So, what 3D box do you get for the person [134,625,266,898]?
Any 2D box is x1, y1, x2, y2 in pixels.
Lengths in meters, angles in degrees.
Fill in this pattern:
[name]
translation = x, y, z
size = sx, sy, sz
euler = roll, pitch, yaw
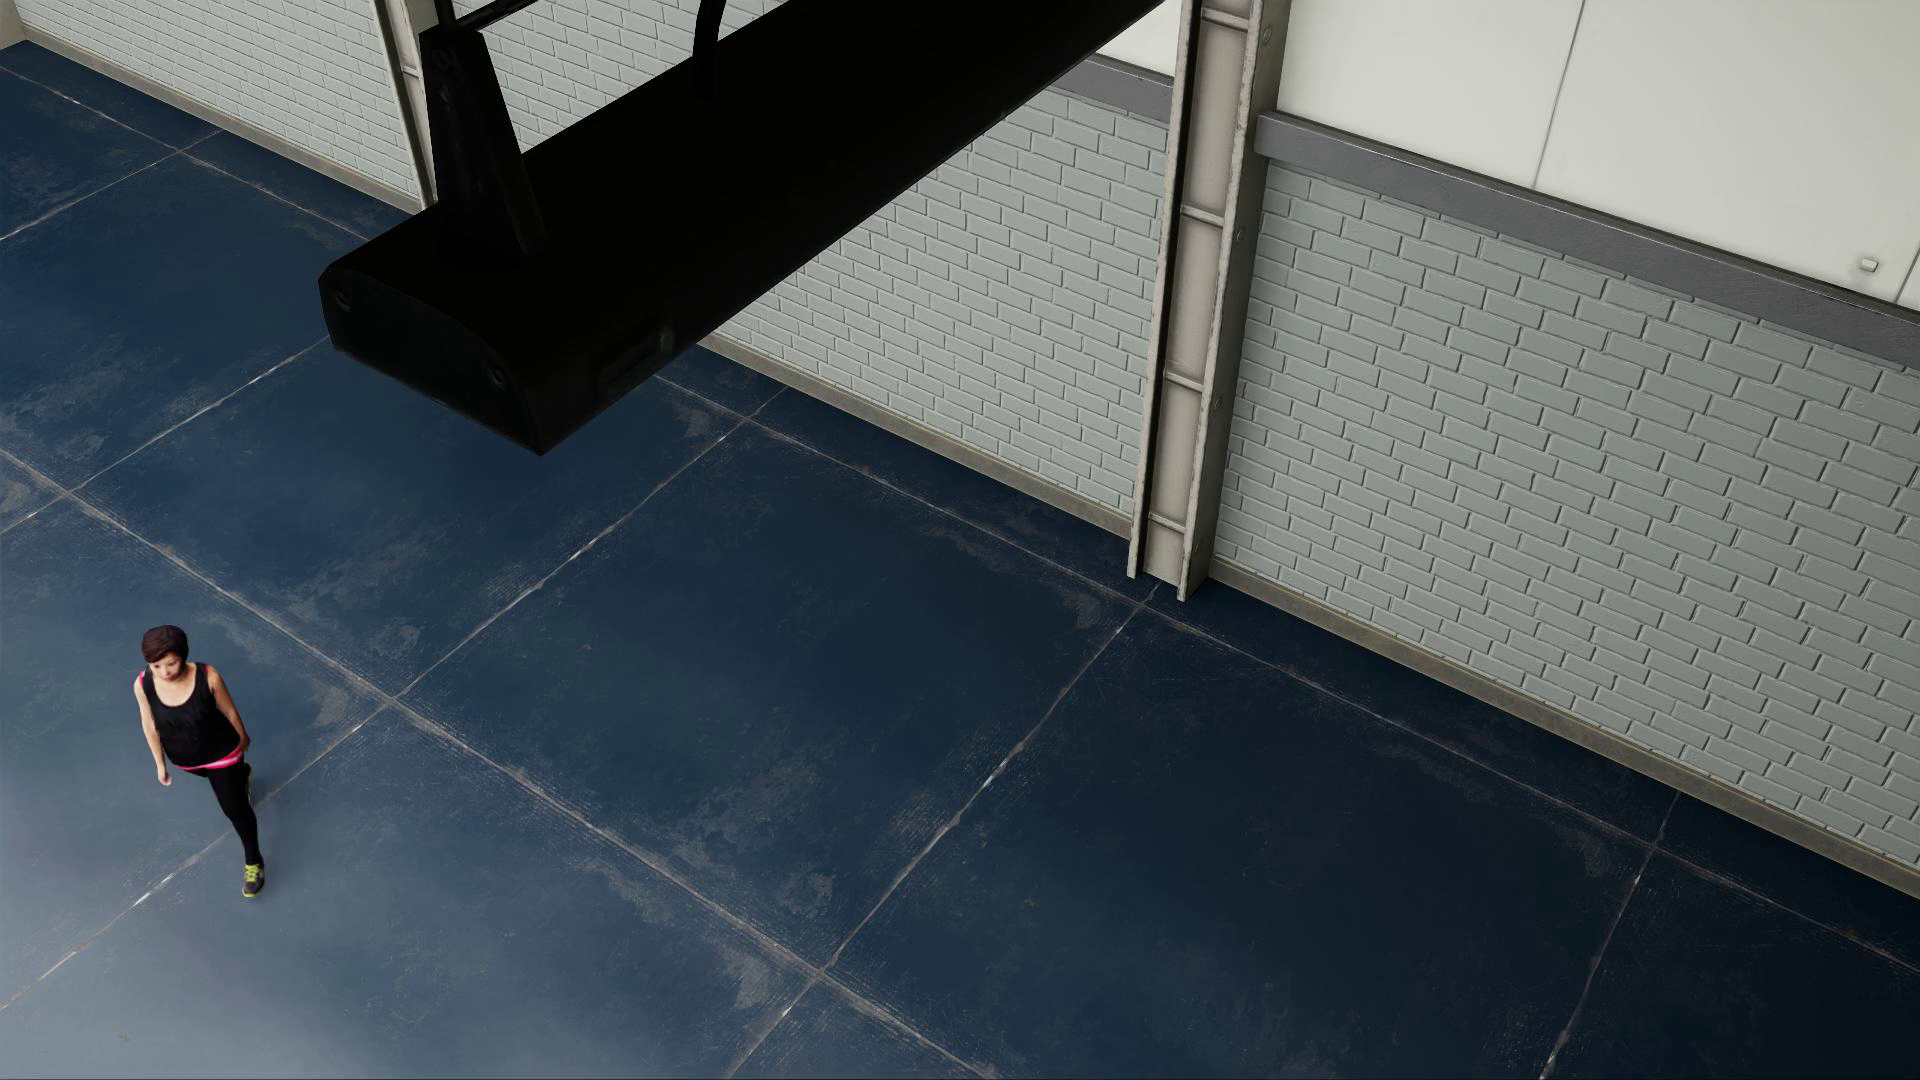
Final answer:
[person]
translation = -3.620, 0.926, 7.974
size = 1.008, 1.517, 1.030
euler = -4, 43, -5
